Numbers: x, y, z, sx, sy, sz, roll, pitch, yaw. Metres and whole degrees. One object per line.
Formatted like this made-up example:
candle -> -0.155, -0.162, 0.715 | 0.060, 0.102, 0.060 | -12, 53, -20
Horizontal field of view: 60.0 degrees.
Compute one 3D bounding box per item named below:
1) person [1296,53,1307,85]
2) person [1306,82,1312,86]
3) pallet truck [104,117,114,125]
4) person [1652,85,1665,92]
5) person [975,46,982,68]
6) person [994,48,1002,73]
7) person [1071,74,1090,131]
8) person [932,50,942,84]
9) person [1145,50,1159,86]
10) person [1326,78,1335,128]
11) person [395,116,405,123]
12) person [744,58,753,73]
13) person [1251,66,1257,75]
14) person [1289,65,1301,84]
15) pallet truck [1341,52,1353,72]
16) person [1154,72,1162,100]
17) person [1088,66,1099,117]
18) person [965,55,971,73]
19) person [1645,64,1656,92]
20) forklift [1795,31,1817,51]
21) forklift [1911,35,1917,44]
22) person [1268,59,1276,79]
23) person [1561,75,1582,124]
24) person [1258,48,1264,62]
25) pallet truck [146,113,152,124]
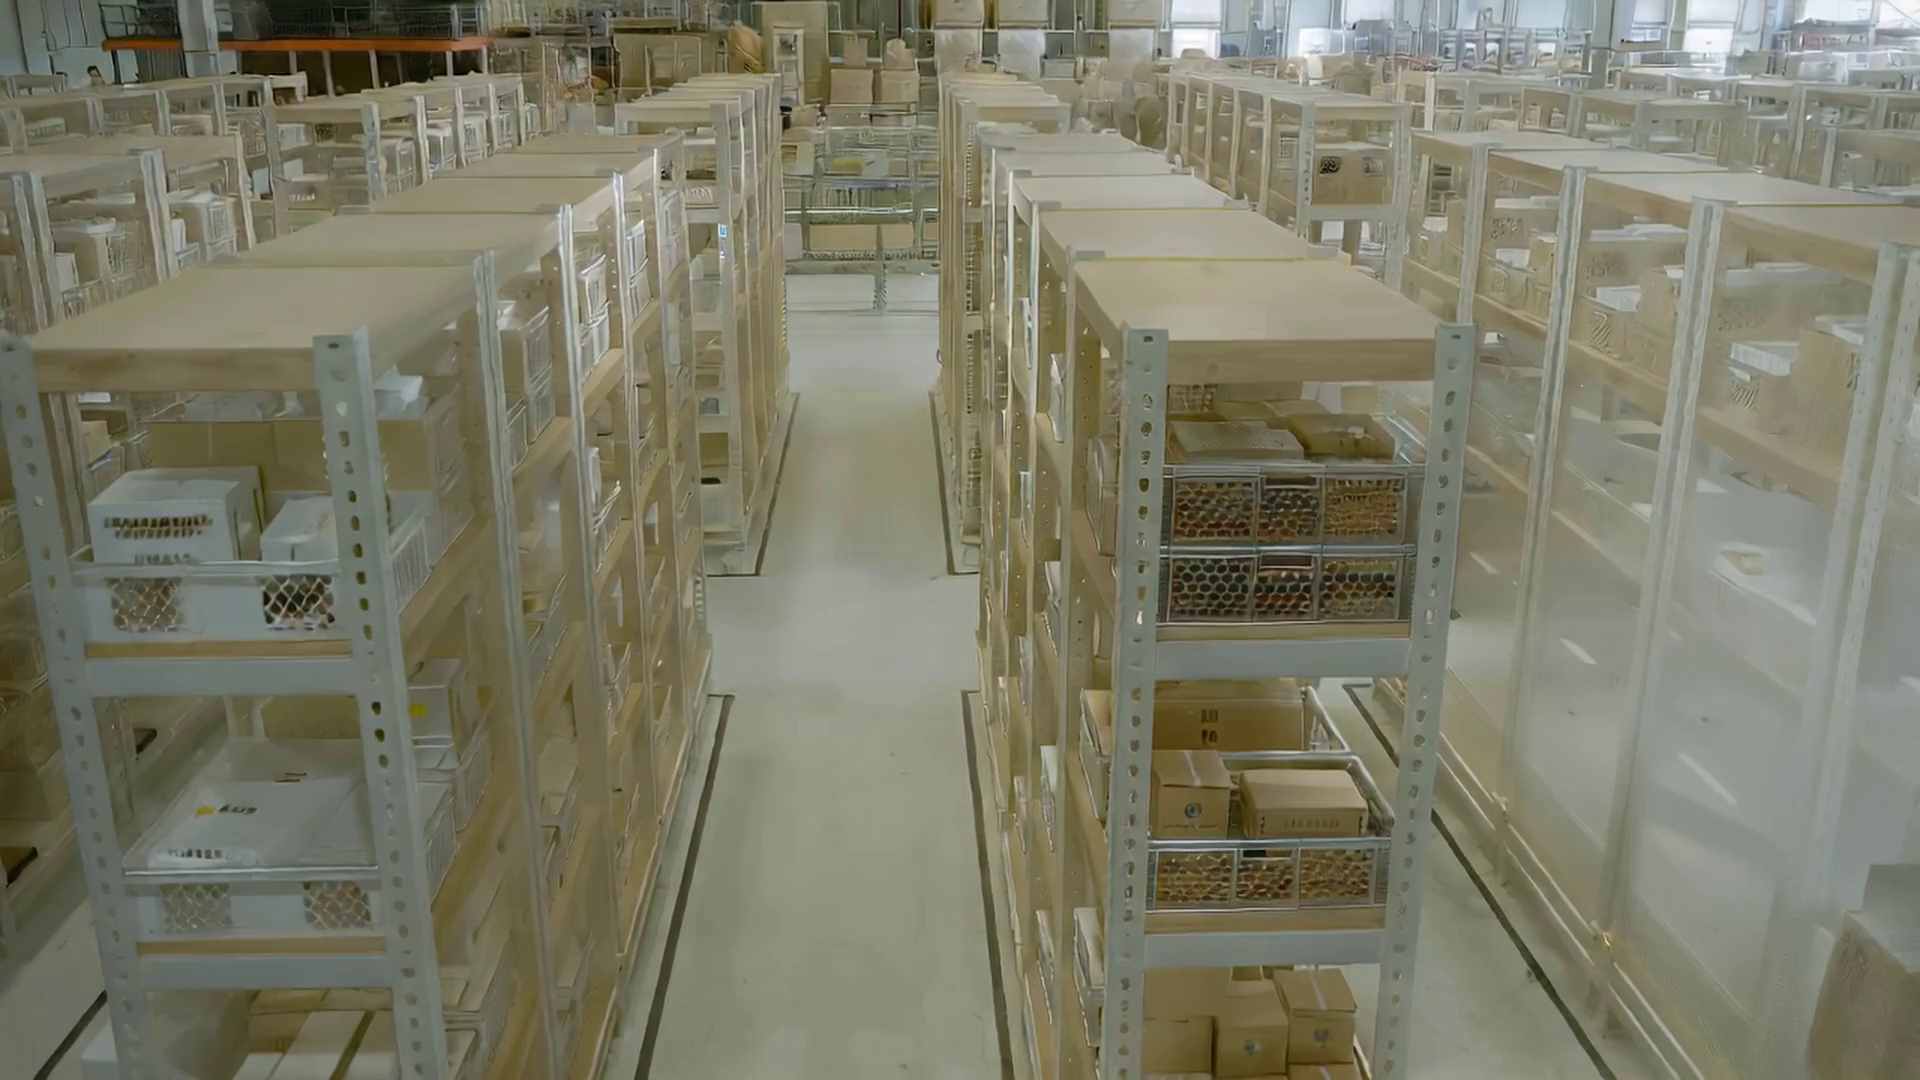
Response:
person -> 17.062, -23.378, 83.130 | 0.372, 1.931, 0.629 | -16, 24, -40
person -> 11.915, -14.858, 57.146 | 0.320, 1.692, 0.534 | 7, 19, 19
pallet truck -> -18.367, -7.885, 35.078 | 1.885, 1.965, 0.823 | 1, 18, 2
person -> 26.768, -17.060, 63.606 | 0.587, 1.914, 0.392 | 7, 19, 21
person -> 1.063, -26.838, 93.766 | 0.571, 1.972, 0.651 | 3, 18, 8
person -> 2.000, -25.792, 90.624 | 0.864, 1.911, 0.647 | 13, 22, 35
person -> 4.186, -15.179, 57.765 | 0.879, 1.933, 0.598 | -5, 19, -16
person -> -1.277, -25.991, 91.397 | 0.500, 1.820, 0.674 | 17, 24, 42
person -> 10.488, -25.393, 89.464 | 1.034, 1.871, 0.606 | 17, 24, 42
person -> 13.115, -15.520, 59.094 | 0.438, 1.747, 0.544 | 13, 22, 35
person -> -14.470, -10.571, 43.367 | 0.832, 2.021, 0.615 | -7, 19, -21
person -> -9.815, -21.261, 76.668 | 0.617, 1.870, 0.413 | -4, 18, -12
person -> 11.784, -17.973, 66.505 | 0.999, 1.863, 0.608 | -10, 21, -29
person -> 13.763, -18.652, 68.651 | 0.713, 1.840, 0.539 | -14, 23, -37
pallet truck -> 18.794, -23.123, 82.231 | 0.823, 1.965, 1.885 | -13, 22, -35
person -> 7.229, -16.217, 61.089 | 0.430, 1.852, 0.525 | 4, 18, 11
person -> 5.240, -17.546, 65.066 | 0.355, 1.940, 0.542 | -14, 22, -36
person -> 0.394, -23.633, 84.217 | 0.312, 1.744, 0.487 | -9, 20, -26
person -> 30.785, -20.422, 74.076 | 0.574, 1.876, 0.355 | -7, 19, -21
forklift -> 45.899, -26.245, 90.478 | 1.129, 2.768, 1.873 | -1, 18, -2
forklift -> 50.031, -25.168, 87.146 | 1.129, 2.768, 1.873 | -10, 20, -29
person -> 15.095, -22.397, 80.481 | 0.321, 1.692, 0.534 | 17, 24, 42
person -> 20.159, -14.306, 54.878 | 0.688, 2.000, 0.536 | 10, 20, 28
person -> 16.328, -25.723, 90.371 | 0.360, 1.939, 0.543 | 0, 18, 0
pallet truck -> -18.087, -8.309, 36.390 | 1.885, 1.965, 0.823 | -1, 18, -4
